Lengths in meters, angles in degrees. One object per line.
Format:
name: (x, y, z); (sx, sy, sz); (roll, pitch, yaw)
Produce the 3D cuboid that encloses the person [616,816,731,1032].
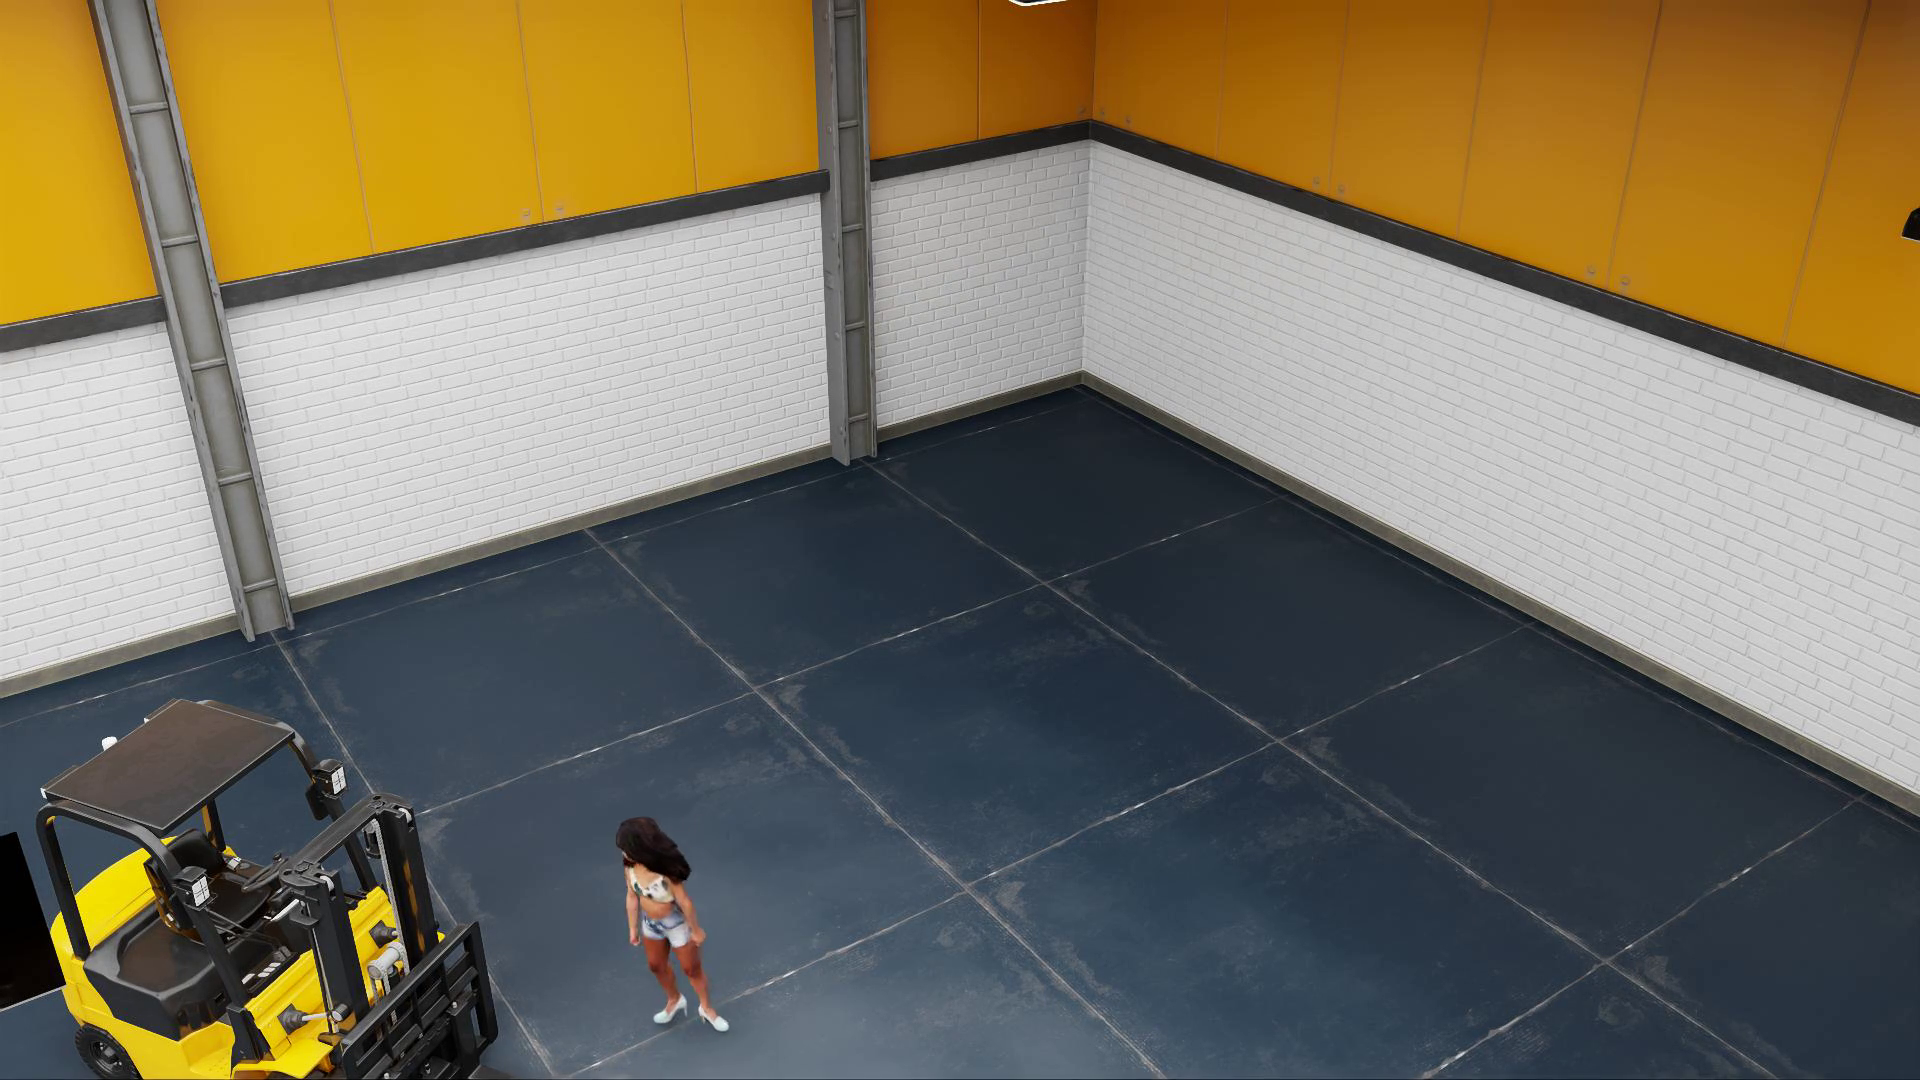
person: (-1.682, 2.318, 9.948); (0.809, 1.595, 0.814); (6, 29, 11)
